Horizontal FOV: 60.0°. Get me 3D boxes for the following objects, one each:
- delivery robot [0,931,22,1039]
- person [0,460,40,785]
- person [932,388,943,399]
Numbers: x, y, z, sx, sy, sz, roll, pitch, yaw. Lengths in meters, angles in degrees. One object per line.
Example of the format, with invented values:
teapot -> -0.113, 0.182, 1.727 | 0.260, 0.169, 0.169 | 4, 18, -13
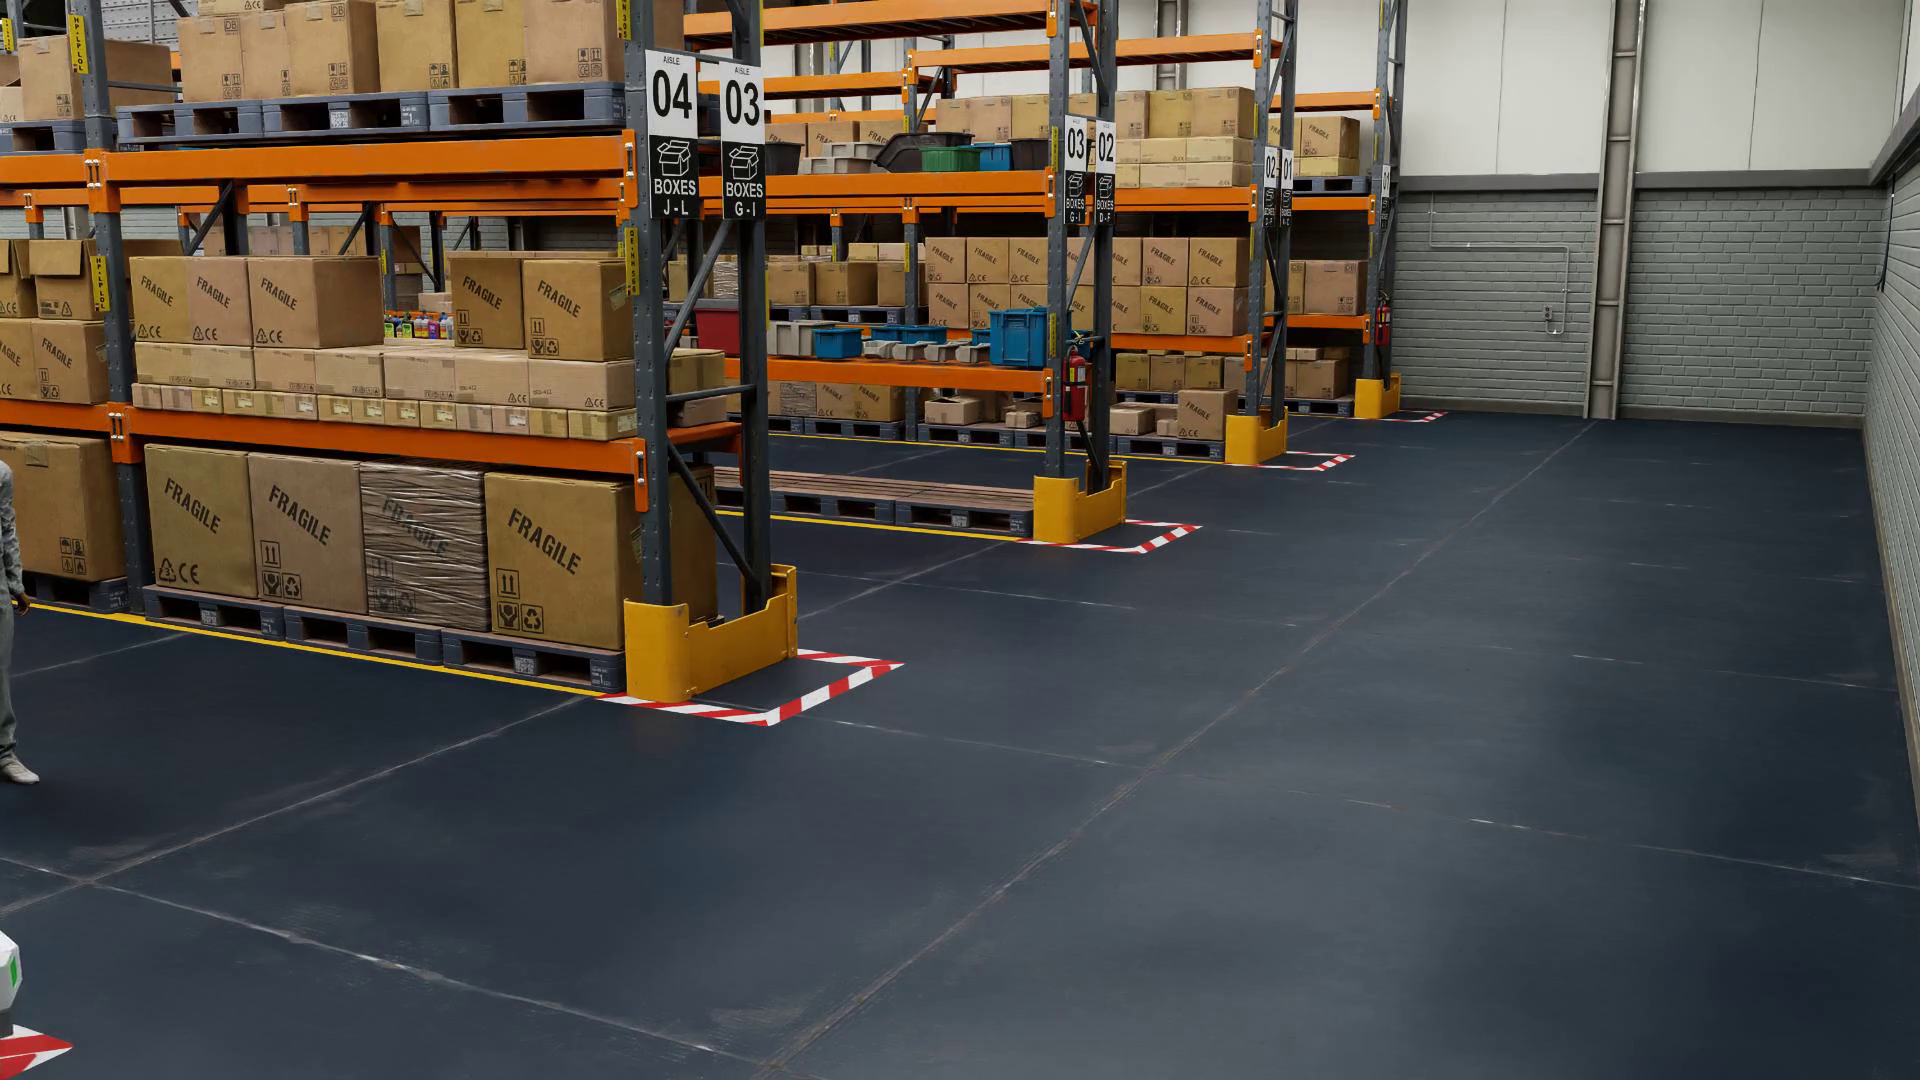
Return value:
delivery robot -> -2.905, 1.235, 4.408 | 0.477, 0.478, 0.707 | 10, 14, 43
person -> -4.159, 0.218, 6.968 | 0.296, 1.745, 0.484 | 7, 13, 35
person -> -0.531, -2.377, 20.802 | 0.798, 1.862, 0.582 | 5, 12, 27
